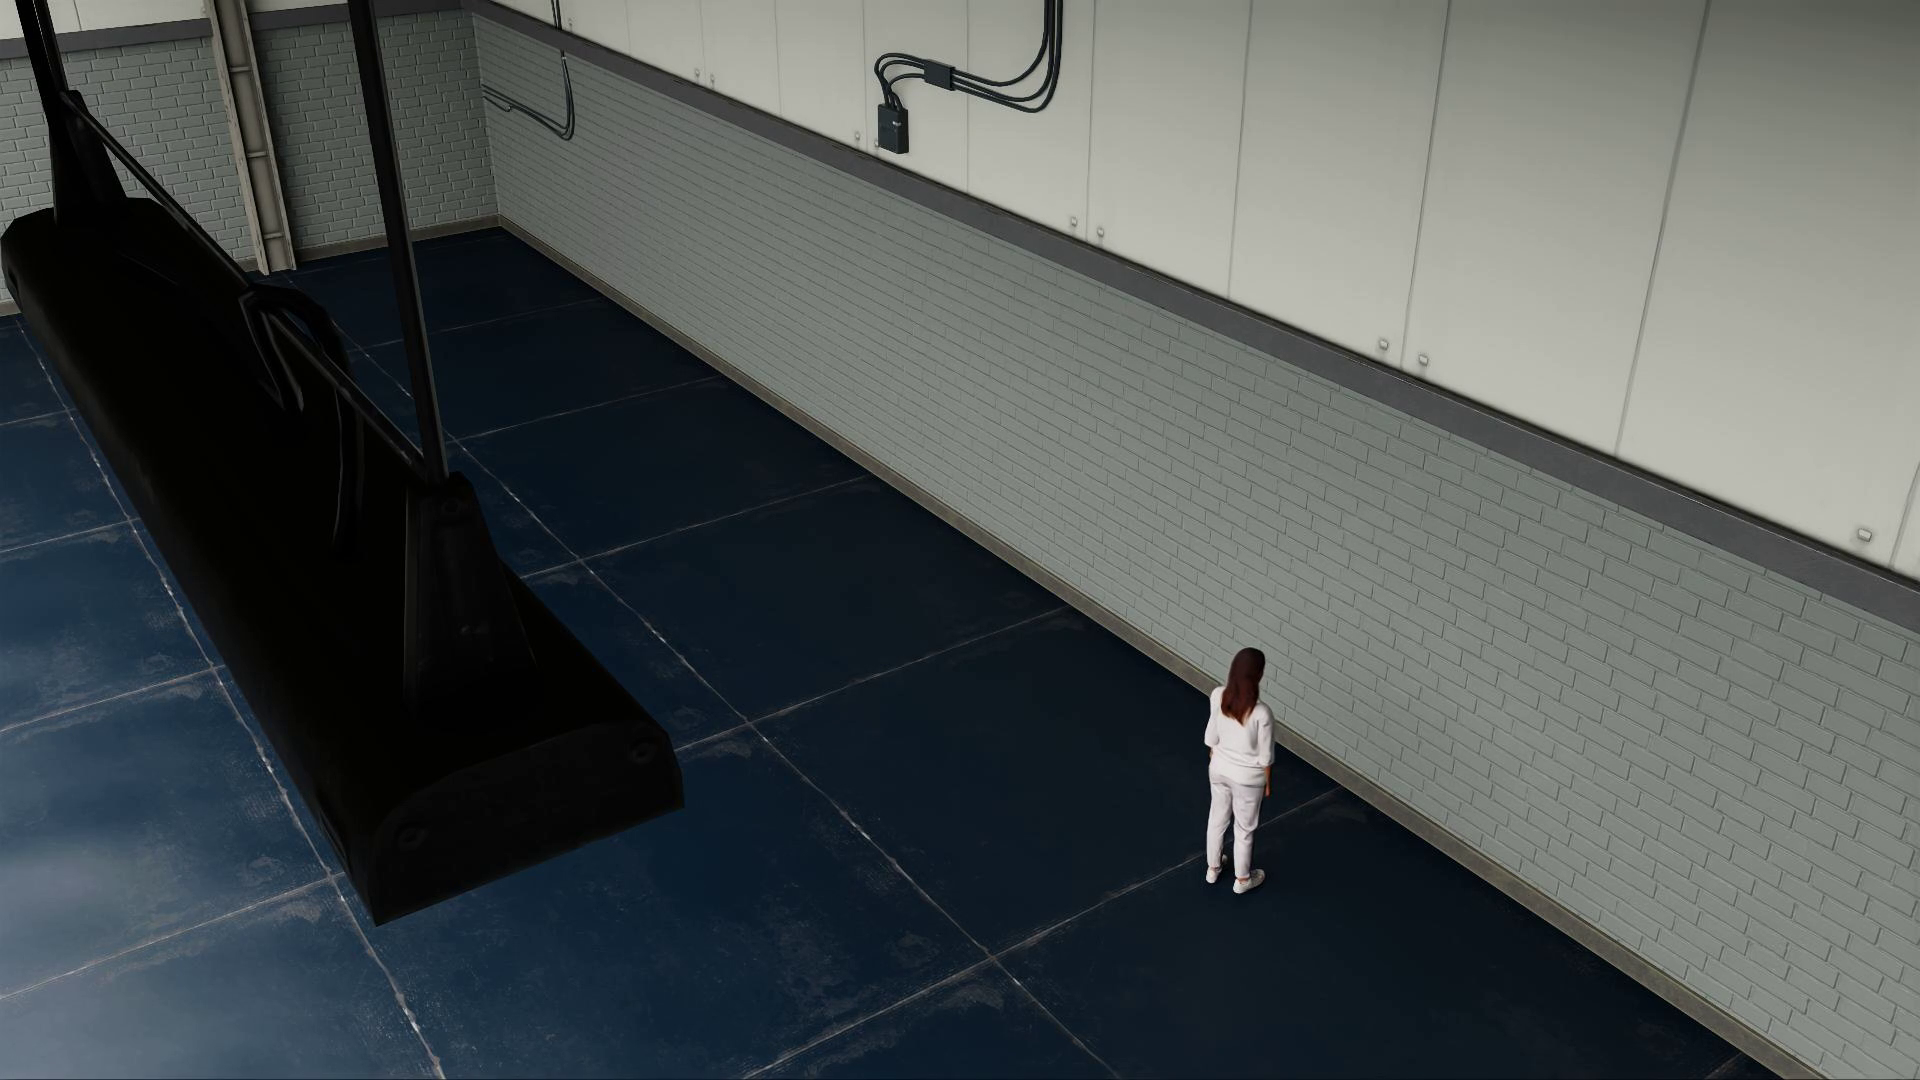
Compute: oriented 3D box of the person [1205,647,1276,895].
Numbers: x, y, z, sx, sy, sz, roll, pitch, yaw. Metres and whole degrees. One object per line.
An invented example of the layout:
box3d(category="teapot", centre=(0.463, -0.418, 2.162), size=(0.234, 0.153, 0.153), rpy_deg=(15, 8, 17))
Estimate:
box3d(category="person", centre=(1.697, 1.400, 10.111), size=(0.657, 1.689, 0.633), rpy_deg=(20, 34, 33))
